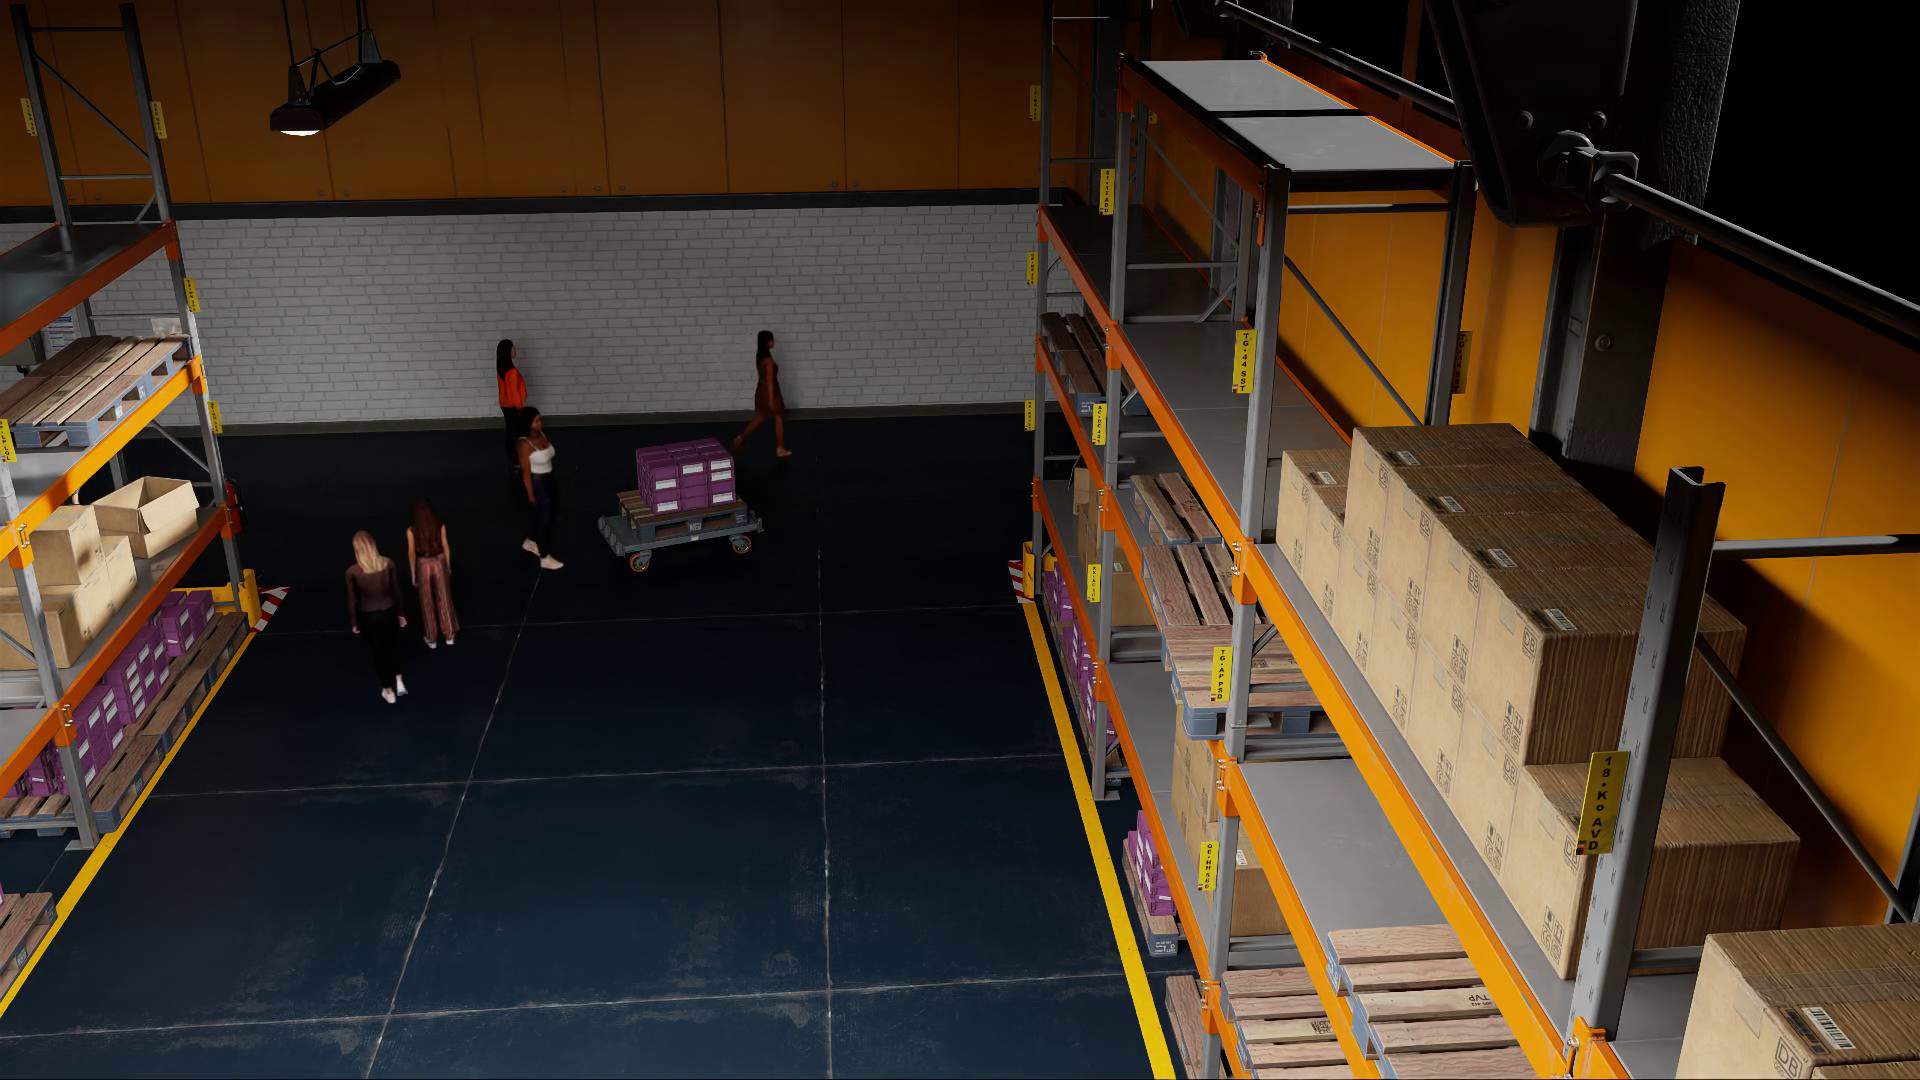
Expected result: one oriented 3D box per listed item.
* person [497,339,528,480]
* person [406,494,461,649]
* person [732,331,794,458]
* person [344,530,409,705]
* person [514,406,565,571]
[{"bbox_3d":[-5.457,-1.606,20.251,0.762,1.748,0.655,-16,28,-32],"label":"person"},{"bbox_3d":[-5.125,0.289,16.151,0.628,1.561,0.636,-11,26,-25],"label":"person"},{"bbox_3d":[-2.472,-1.778,20.746,0.859,1.667,1.013,-11,26,-24],"label":"person"},{"bbox_3d":[-5.204,0.740,14.958,0.770,1.689,0.821,-14,27,-29],"label":"person"},{"bbox_3d":[-4.565,-0.586,17.844,0.843,1.807,0.839,5,24,11],"label":"person"}]
